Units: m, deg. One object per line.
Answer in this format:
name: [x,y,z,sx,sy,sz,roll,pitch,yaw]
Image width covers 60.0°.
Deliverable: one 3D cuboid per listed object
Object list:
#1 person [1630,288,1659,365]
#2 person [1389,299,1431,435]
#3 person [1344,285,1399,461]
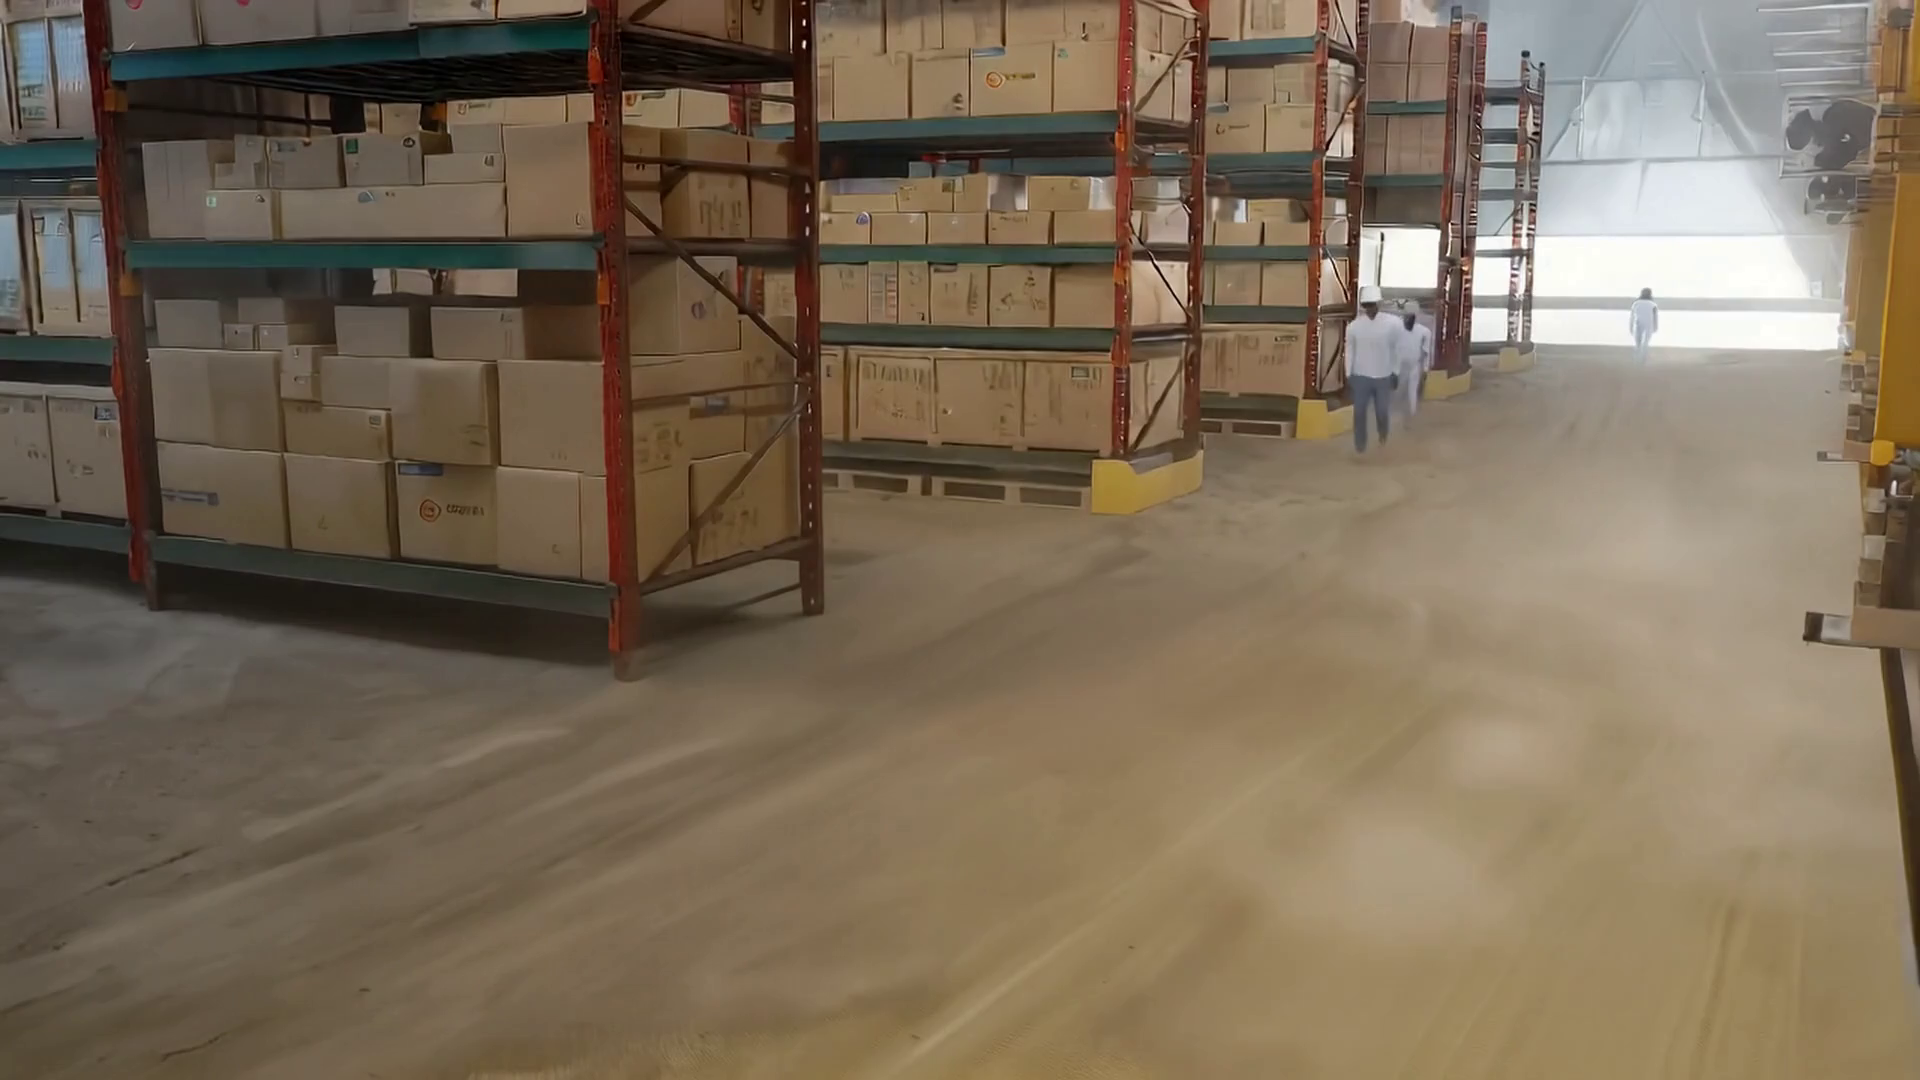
person: [14.336,-4.471,34.806,0.543,1.593,0.854,6,12,32]
person: [5.791,-2.240,21.502,0.576,1.739,0.558,4,11,24]
person: [4.672,-1.904,18.876,0.623,1.976,0.760,4,10,20]
